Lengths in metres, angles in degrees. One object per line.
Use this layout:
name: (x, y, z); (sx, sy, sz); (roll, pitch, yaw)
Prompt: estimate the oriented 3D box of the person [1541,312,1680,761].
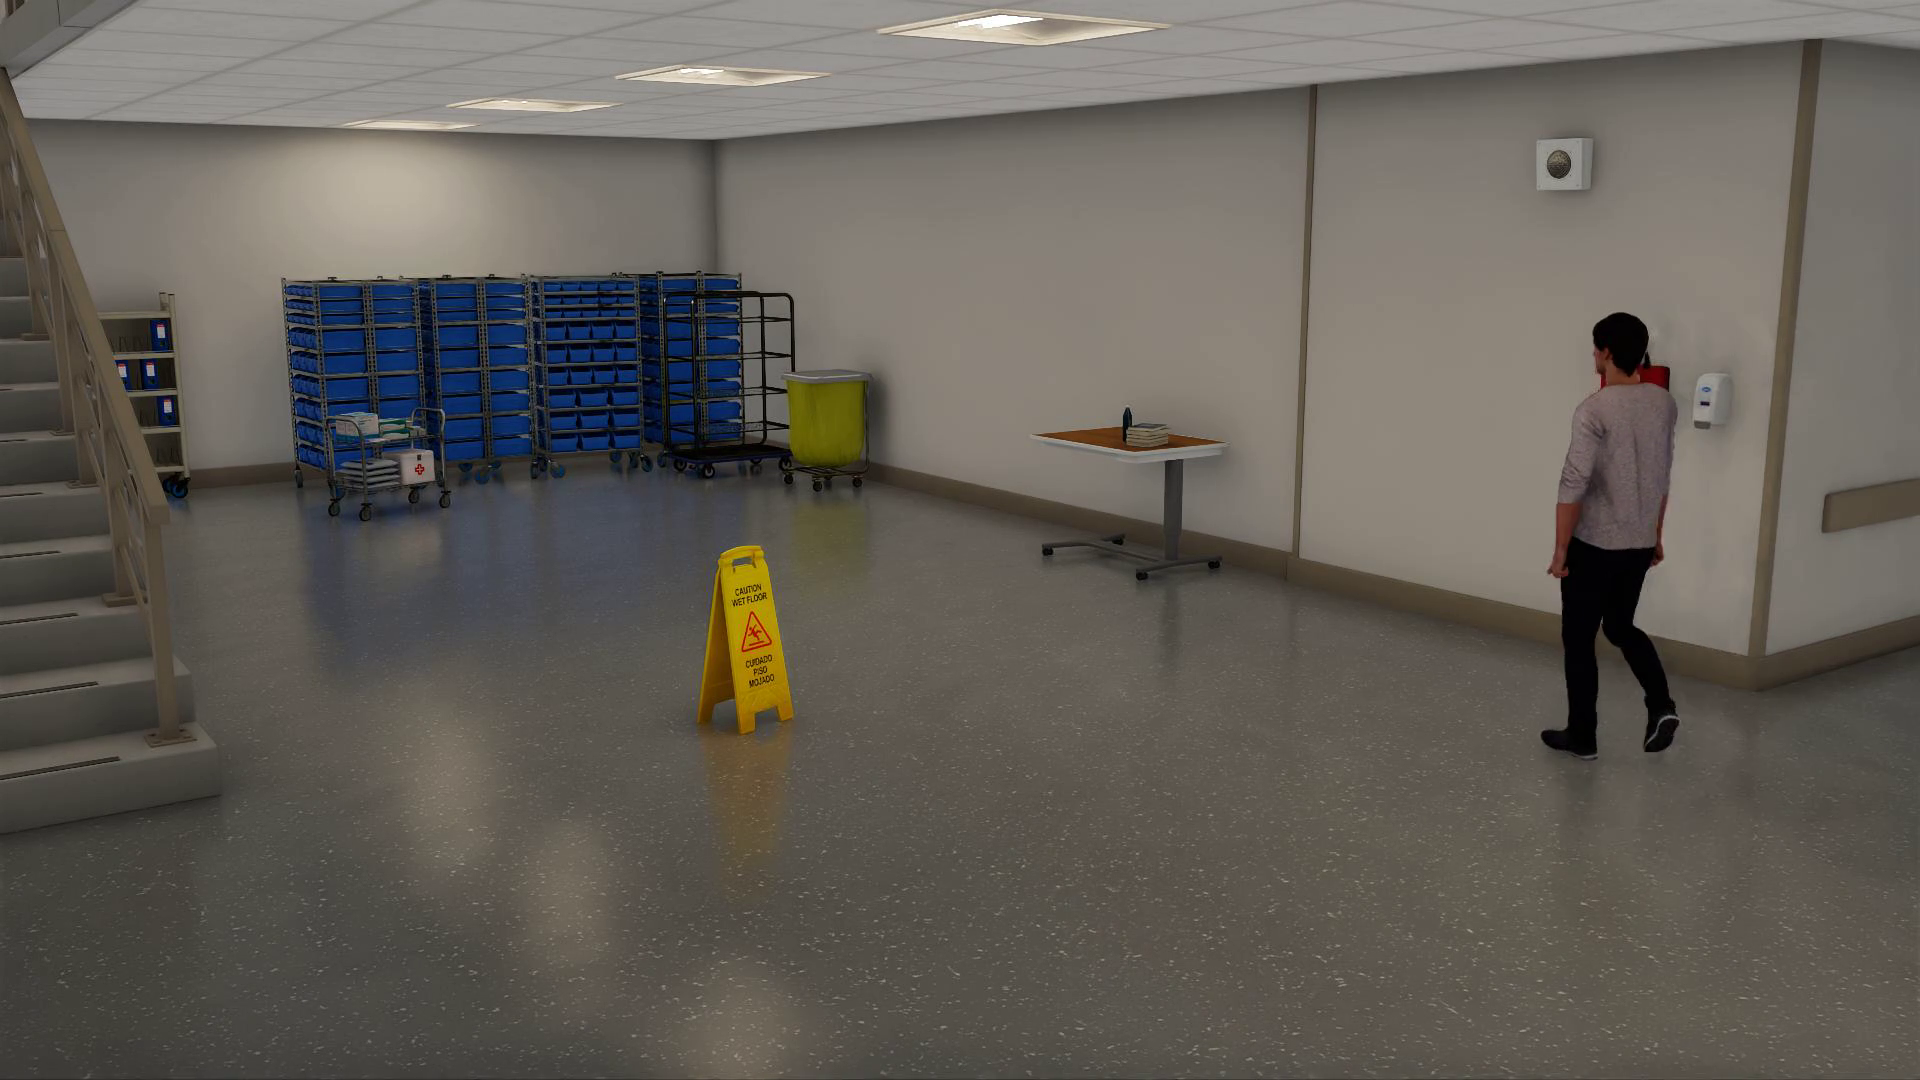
person: (2.662, 0.022, 6.644); (0.796, 1.831, 0.913); (-4, 11, -21)
